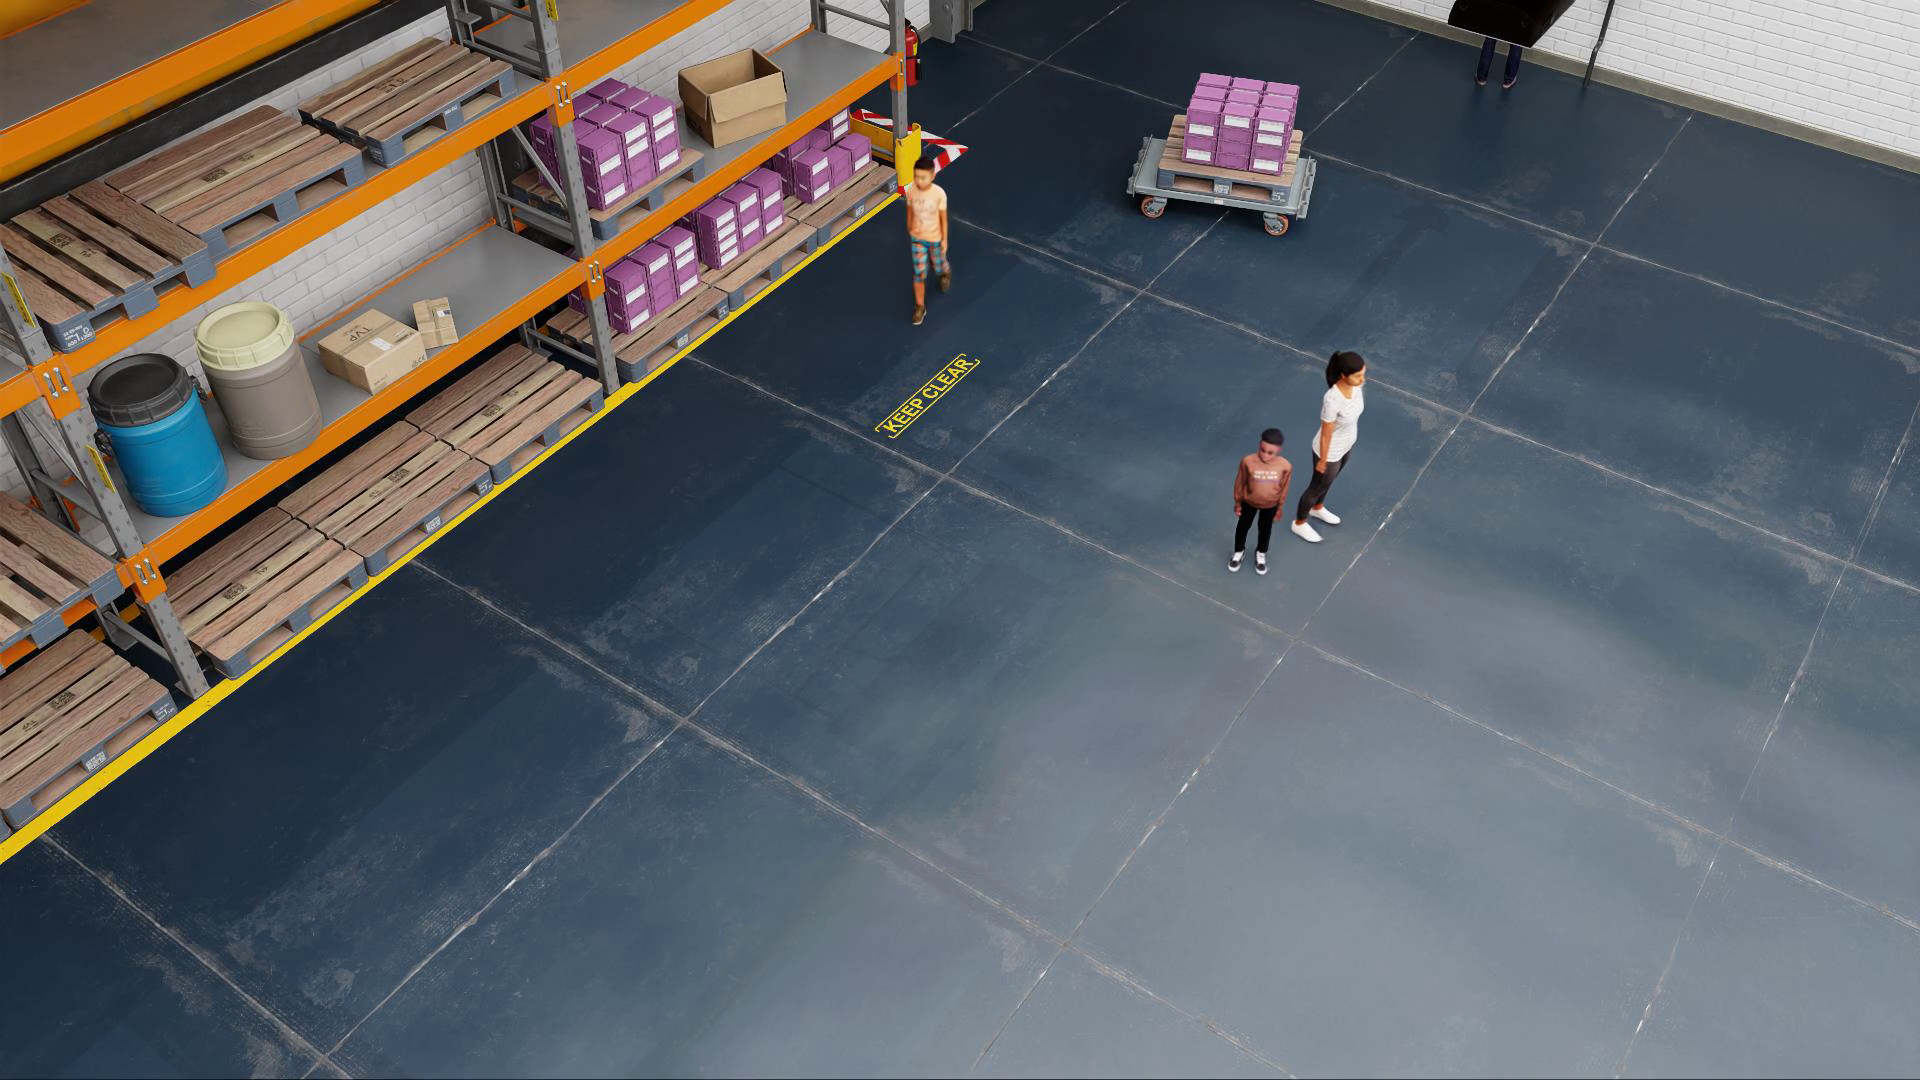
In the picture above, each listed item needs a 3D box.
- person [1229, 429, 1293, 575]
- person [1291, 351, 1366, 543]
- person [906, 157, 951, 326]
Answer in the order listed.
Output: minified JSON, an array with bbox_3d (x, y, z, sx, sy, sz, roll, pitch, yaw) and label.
[{"bbox_3d":[2.124,-0.290,11.724,0.585,1.253,0.584,7,44,7],"label":"person"},{"bbox_3d":[2.647,-0.679,11.854,0.607,1.638,0.442,26,49,24],"label":"person"},{"bbox_3d":[-0.248,-2.574,13.981,0.764,1.447,0.983,8,44,8],"label":"person"}]
